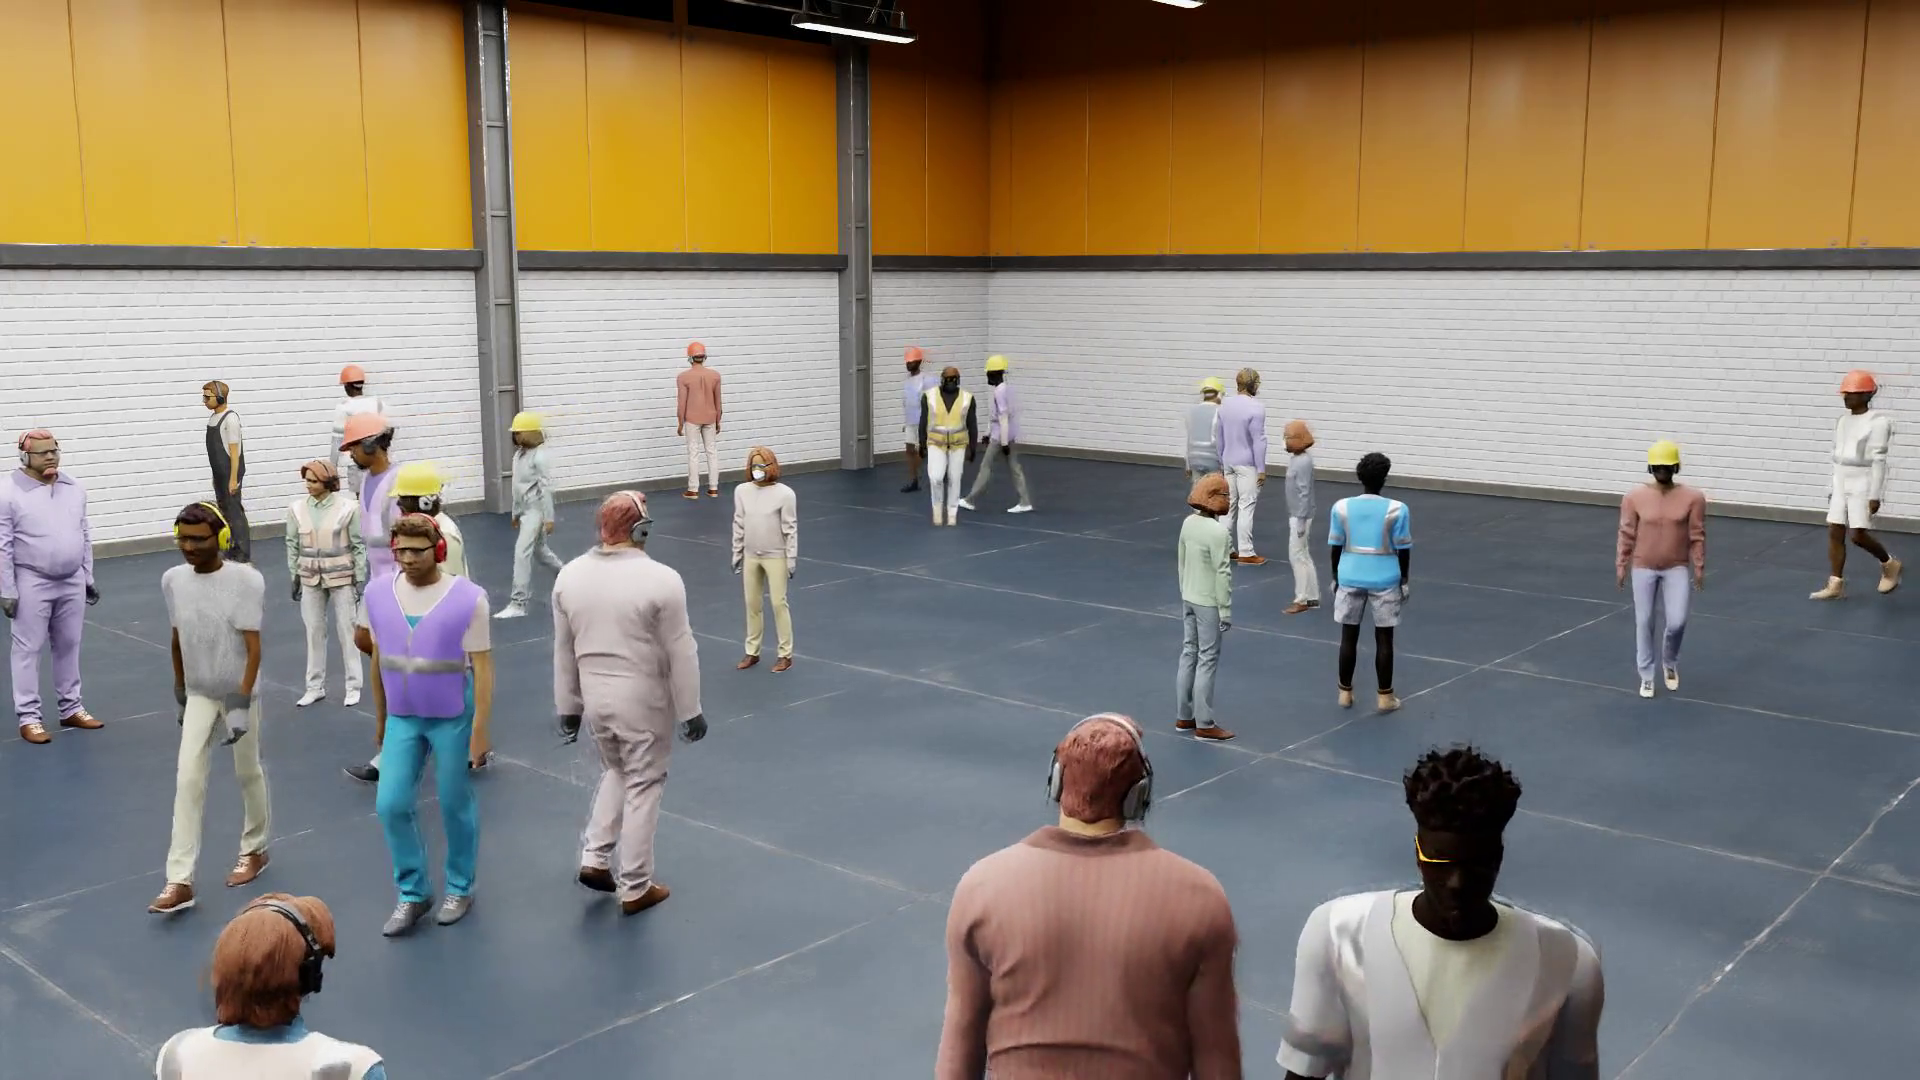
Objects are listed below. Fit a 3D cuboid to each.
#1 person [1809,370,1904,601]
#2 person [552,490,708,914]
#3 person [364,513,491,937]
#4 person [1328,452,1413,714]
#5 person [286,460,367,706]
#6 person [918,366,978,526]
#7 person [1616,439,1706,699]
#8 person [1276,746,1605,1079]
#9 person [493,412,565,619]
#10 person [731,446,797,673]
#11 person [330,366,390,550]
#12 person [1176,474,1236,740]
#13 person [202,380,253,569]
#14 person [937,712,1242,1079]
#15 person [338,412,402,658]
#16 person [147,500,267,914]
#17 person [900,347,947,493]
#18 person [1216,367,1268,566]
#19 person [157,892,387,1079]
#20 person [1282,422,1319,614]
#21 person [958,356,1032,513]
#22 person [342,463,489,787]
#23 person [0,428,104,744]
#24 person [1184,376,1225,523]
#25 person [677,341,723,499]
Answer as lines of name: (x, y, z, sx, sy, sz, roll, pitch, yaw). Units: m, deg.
person: (7.825, -0.462, 14.415, 0.698, 2.029, 0.610, -2, 9, -11)
person: (-1.446, 0.720, 7.399, 0.651, 1.892, 0.432, 5, 10, 28)
person: (-2.296, 0.794, 7.125, 0.585, 1.822, 0.637, 1, 9, 8)
person: (2.661, 0.276, 10.800, 0.540, 1.695, 0.317, 5, 10, 26)
person: (-4.153, 0.284, 10.939, 0.515, 1.636, 0.315, 0, 9, 2)
person: (-0.131, -1.049, 18.717, 0.665, 1.818, 0.553, -1, 9, -4)
person: (4.668, 0.195, 11.104, 0.554, 1.750, 0.363, 4, 10, 23)
person: (0.929, 1.356, 3.322, 0.619, 1.910, 1.007, 4, 10, 22)
person: (-3.536, -0.230, 13.940, 0.834, 1.712, 0.491, -8, 12, -40)
person: (-1.392, 0.139, 11.900, 0.505, 1.628, 0.276, 4, 10, 25)
person: (-6.198, -0.827, 17.048, 0.718, 1.915, 0.569, 7, 11, 37)
person: (1.512, 0.404, 10.199, 0.273, 1.631, 0.507, -4, 10, -21)
person: (-7.023, -0.607, 15.908, 0.505, 1.842, 0.332, 9, 12, 43)
person: (0.271, 1.331, 3.680, 0.686, 1.867, 0.859, 2, 9, 12)
person: (-3.460, 0.237, 10.080, 0.665, 2.012, 0.438, 8, 12, 41)
person: (-3.370, 0.745, 7.442, 0.504, 1.825, 0.899, 0, 9, 0)
person: (-0.473, -1.583, 21.813, 0.555, 1.918, 0.702, 9, 12, 43)
person: (2.760, -0.716, 16.276, 0.350, 1.935, 0.634, -6, 11, -31)
person: (-1.354, 1.497, 3.447, 0.541, 1.594, 0.870, 2, 9, 10)
person: (2.895, -0.185, 13.997, 0.419, 1.612, 0.553, 1, 9, 4)
person: (0.407, -1.247, 19.807, 0.997, 1.873, 0.591, 2, 9, 13)
person: (-3.052, 0.477, 9.191, 0.864, 1.798, 0.616, -4, 10, -26)
person: (-5.576, 0.267, 10.198, 0.399, 1.910, 0.643, 4, 10, 26)
person: (2.569, -0.776, 17.083, 0.615, 1.799, 0.461, 7, 12, 39)
person: (-3.312, -1.520, 21.140, 0.609, 1.997, 0.375, -6, 11, -32)
